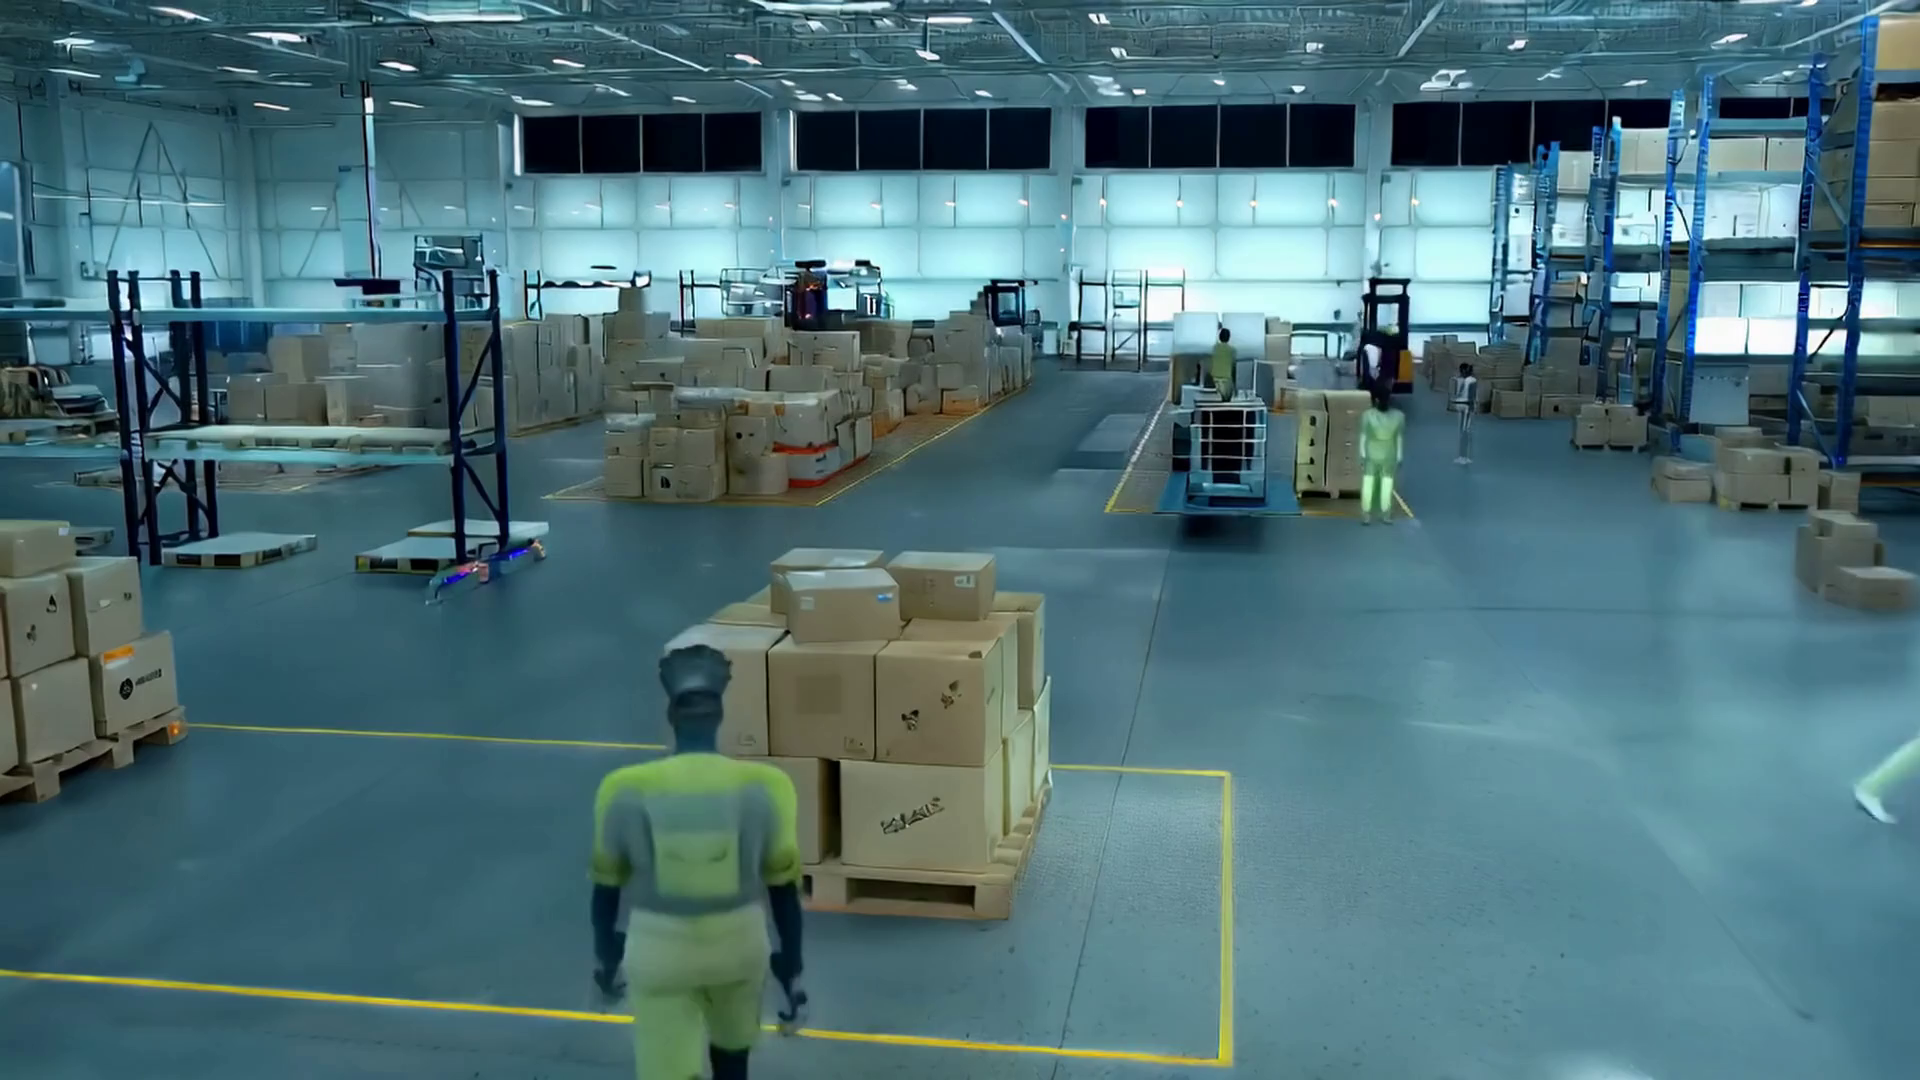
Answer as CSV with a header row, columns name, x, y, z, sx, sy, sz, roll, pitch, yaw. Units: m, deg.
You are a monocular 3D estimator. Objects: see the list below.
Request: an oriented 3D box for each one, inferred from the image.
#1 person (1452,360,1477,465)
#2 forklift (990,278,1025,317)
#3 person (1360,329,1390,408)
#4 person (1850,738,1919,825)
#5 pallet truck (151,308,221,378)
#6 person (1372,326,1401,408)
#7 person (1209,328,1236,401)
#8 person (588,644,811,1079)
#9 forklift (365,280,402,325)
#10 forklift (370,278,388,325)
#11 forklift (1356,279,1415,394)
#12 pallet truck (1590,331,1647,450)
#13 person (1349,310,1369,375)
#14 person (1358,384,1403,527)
name,x,y,z,sx,sy,sz,roll,pitch,yaw
person,7.927,-1.994,26.059,0.312,1.631,0.529,0,9,0
forklift,1.318,-5.923,46.445,1.129,2.768,1.873,1,9,9
person,8.100,-3.179,32.563,0.758,1.895,0.603,6,11,35
person,5.320,0.733,8.923,0.856,1.736,0.537,6,11,33
pallet truck,-21.869,-5.598,47.154,0.823,1.965,1.885,4,10,26
person,8.409,-3.274,32.999,0.637,1.947,0.907,6,11,34
person,5.031,-3.086,31.875,0.366,1.931,0.630,-7,12,-37
person,-0.806,1.262,5.113,0.654,1.913,1.010,-2,9,-10
forklift,-12.326,-4.179,35.686,1.873,2.768,1.129,1,9,9
forklift,-15.269,-5.496,43.813,1.873,2.768,1.129,-3,10,-17
forklift,10.571,-5.061,41.125,1.129,2.768,1.873,0,9,3
pallet truck,11.253,-2.573,28.499,0.823,1.965,1.885,5,10,27
person,11.596,-5.721,48.238,0.569,1.888,0.957,6,11,31
person,4.975,-0.995,19.692,0.540,1.695,0.317,0,9,-2
